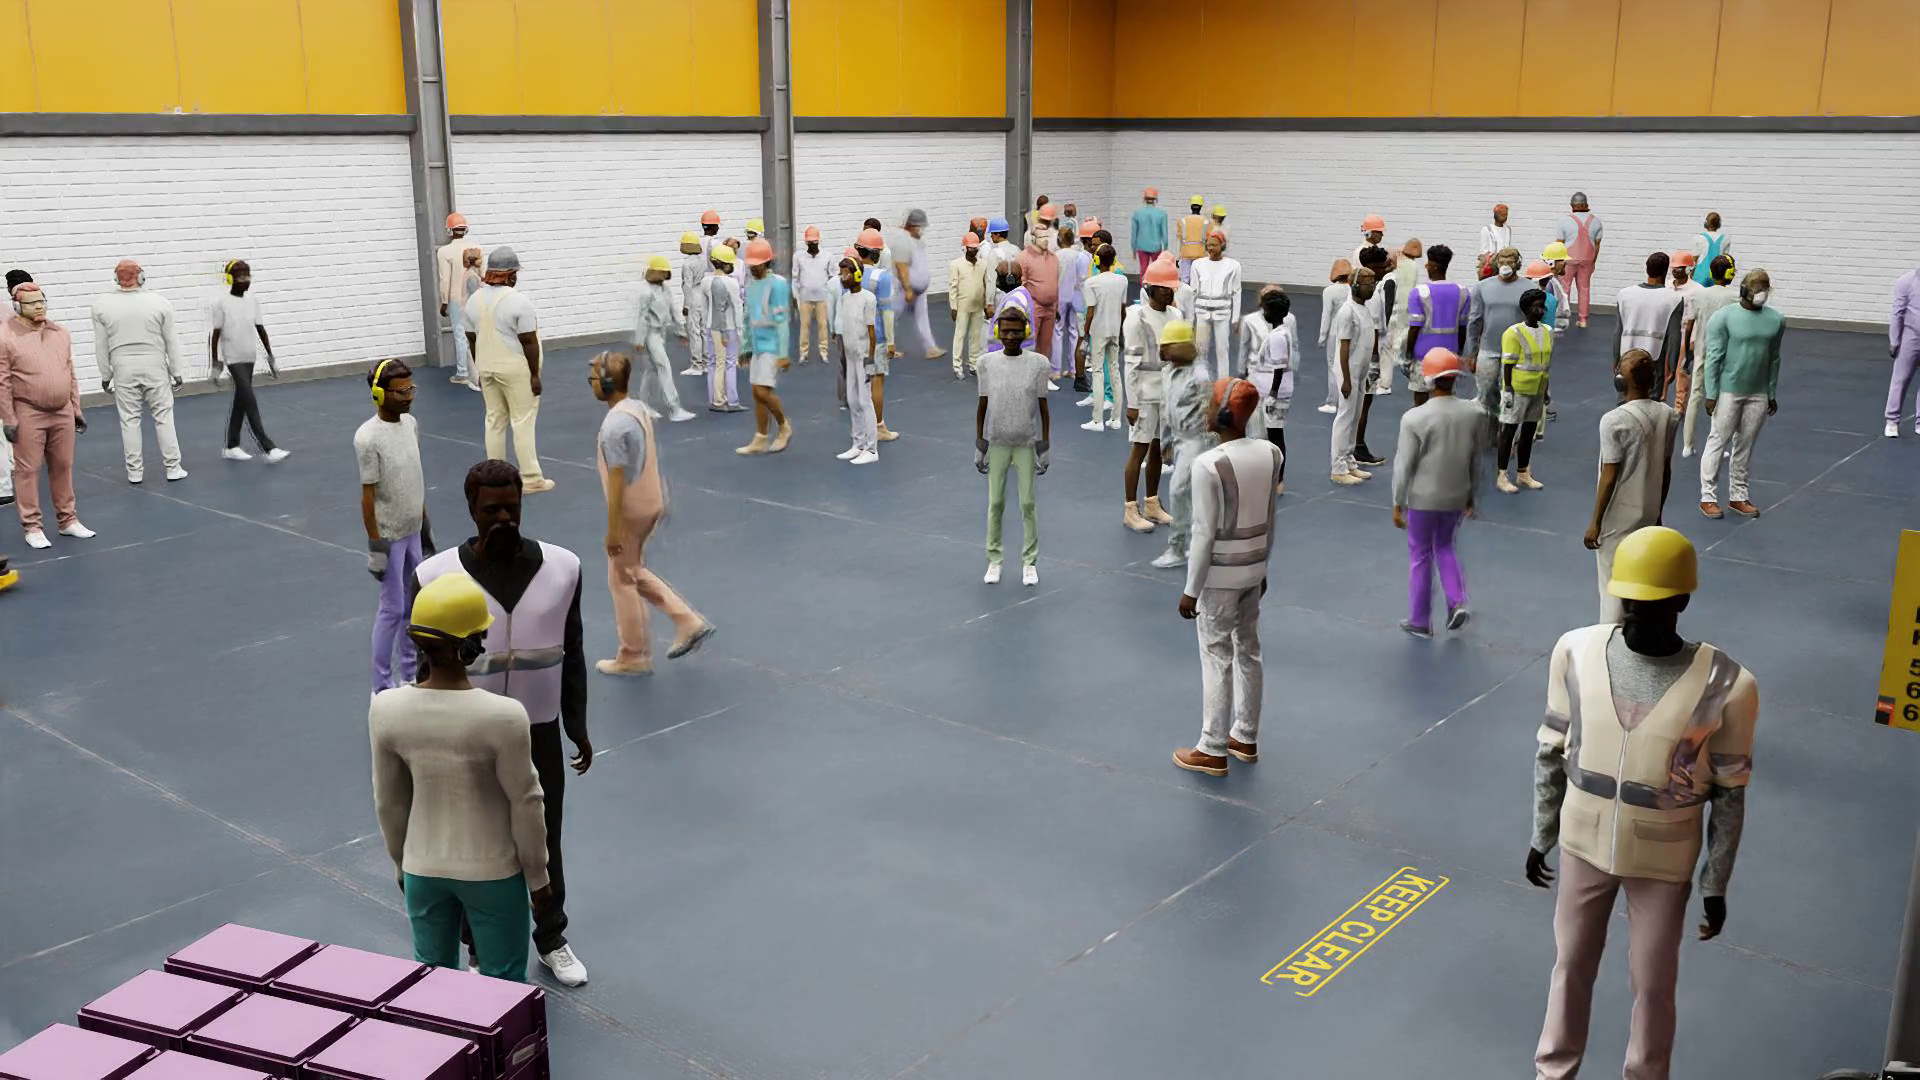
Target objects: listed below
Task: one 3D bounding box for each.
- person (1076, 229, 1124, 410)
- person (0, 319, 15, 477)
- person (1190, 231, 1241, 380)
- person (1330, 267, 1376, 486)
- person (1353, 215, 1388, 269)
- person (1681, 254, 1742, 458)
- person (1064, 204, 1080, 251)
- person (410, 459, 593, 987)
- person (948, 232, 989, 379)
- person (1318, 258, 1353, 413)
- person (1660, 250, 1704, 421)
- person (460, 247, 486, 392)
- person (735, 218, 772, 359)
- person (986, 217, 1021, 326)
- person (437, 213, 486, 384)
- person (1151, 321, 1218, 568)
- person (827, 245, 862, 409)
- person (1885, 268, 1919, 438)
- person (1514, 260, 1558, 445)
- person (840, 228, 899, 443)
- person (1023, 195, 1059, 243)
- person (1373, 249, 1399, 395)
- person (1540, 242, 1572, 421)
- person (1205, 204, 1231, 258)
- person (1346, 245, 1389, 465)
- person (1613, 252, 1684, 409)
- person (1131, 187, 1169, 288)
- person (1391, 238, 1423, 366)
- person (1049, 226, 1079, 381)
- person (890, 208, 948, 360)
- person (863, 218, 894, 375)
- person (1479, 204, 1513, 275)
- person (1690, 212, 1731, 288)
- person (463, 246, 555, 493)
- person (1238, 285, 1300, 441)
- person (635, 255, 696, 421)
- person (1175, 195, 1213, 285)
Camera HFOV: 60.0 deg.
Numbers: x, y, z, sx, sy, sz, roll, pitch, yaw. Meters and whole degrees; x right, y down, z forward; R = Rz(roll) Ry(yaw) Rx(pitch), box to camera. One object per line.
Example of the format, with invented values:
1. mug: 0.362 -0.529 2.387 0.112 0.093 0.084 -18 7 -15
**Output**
1. person: 1.535 -2.358 17.843 0.391 1.920 0.587 -7 16 -27
2. person: -8.417 -1.400 14.380 0.575 1.740 0.349 13 19 42
3. person: 2.773 -2.435 18.220 0.585 1.882 0.343 6 15 22
4. person: 3.356 -1.392 14.133 0.340 1.845 0.512 8 16 30
5. person: 4.740 -2.767 19.322 0.382 1.993 0.622 9 16 31
6. person: 6.870 -1.665 15.182 0.531 1.867 0.316 11 18 37
7. person: 1.979 -5.164 29.647 0.314 1.631 0.519 3 14 14
8. person: -1.575 0.658 5.789 0.592 1.922 0.392 -8 16 -29
9. person: 0.126 -2.820 20.024 0.563 1.752 0.327 -9 17 -32
10. person: 4.033 -2.160 17.632 0.498 1.633 0.282 -5 15 -19
11. person: 7.380 -2.110 17.182 0.329 1.753 0.560 -8 16 -30
12. person: -5.557 -2.524 19.069 0.312 1.641 0.514 -6 15 -21
13. person: -2.654 -3.246 21.596 0.596 1.825 0.403 11 18 37
14. person: 0.501 -2.868 19.848 0.419 1.939 0.606 10 17 36
15. person: -5.872 -2.846 19.636 0.391 1.995 0.613 12 19 41
16. person: 1.540 -0.661 11.506 0.726 1.699 0.493 -7 16 -26
17. person: -1.141 -2.273 17.836 0.563 1.752 0.341 4 15 16
18. person: 9.385 -1.932 16.168 0.643 1.908 0.399 2 14 9
19. person: 5.464 -1.785 15.889 0.335 1.749 0.576 11 18 38
20. person: -0.862 -1.958 15.995 0.607 2.044 0.379 10 17 35
21. person: 1.397 -4.979 28.510 0.629 1.833 0.429 2 14 10
22. person: 4.800 -2.463 18.832 0.307 1.641 0.511 1 14 5
23. person: 6.091 -2.156 17.211 0.404 1.831 0.600 6 15 22
24. person: 4.153 -4.541 26.908 0.543 1.750 0.418 -6 15 -21
25. person: 3.648 -1.663 14.968 0.363 1.965 0.610 -2 14 -6
26. person: 6.115 -1.603 14.853 0.589 1.911 0.387 12 18 39
27. person: 3.197 -4.909 27.903 0.644 1.979 0.518 4 15 17
28. person: 5.628 -2.987 20.968 0.356 1.623 0.508 -2 14 -7
29. person: 1.255 -2.825 19.889 0.516 1.835 0.355 -8 16 -29
30. person: -0.643 -3.334 21.497 1.054 2.000 0.696 7 16 26
31. person: -1.016 -2.947 20.225 0.398 1.914 0.591 -8 16 -28
32. person: 7.792 -3.931 24.198 0.585 1.883 0.343 -8 16 -28
33. person: 10.317 -3.589 22.949 0.501 1.837 0.360 1 14 5
34. person: -3.724 -1.416 13.830 0.675 2.000 0.537 7 16 27
35. person: 2.798 -1.477 14.973 0.513 1.601 0.808 -2 14 -8
36. person: -3.035 -2.068 17.120 0.847 1.706 0.502 4 15 16
37. person: 3.739 -4.542 26.593 0.585 1.914 0.399 2 14 9
